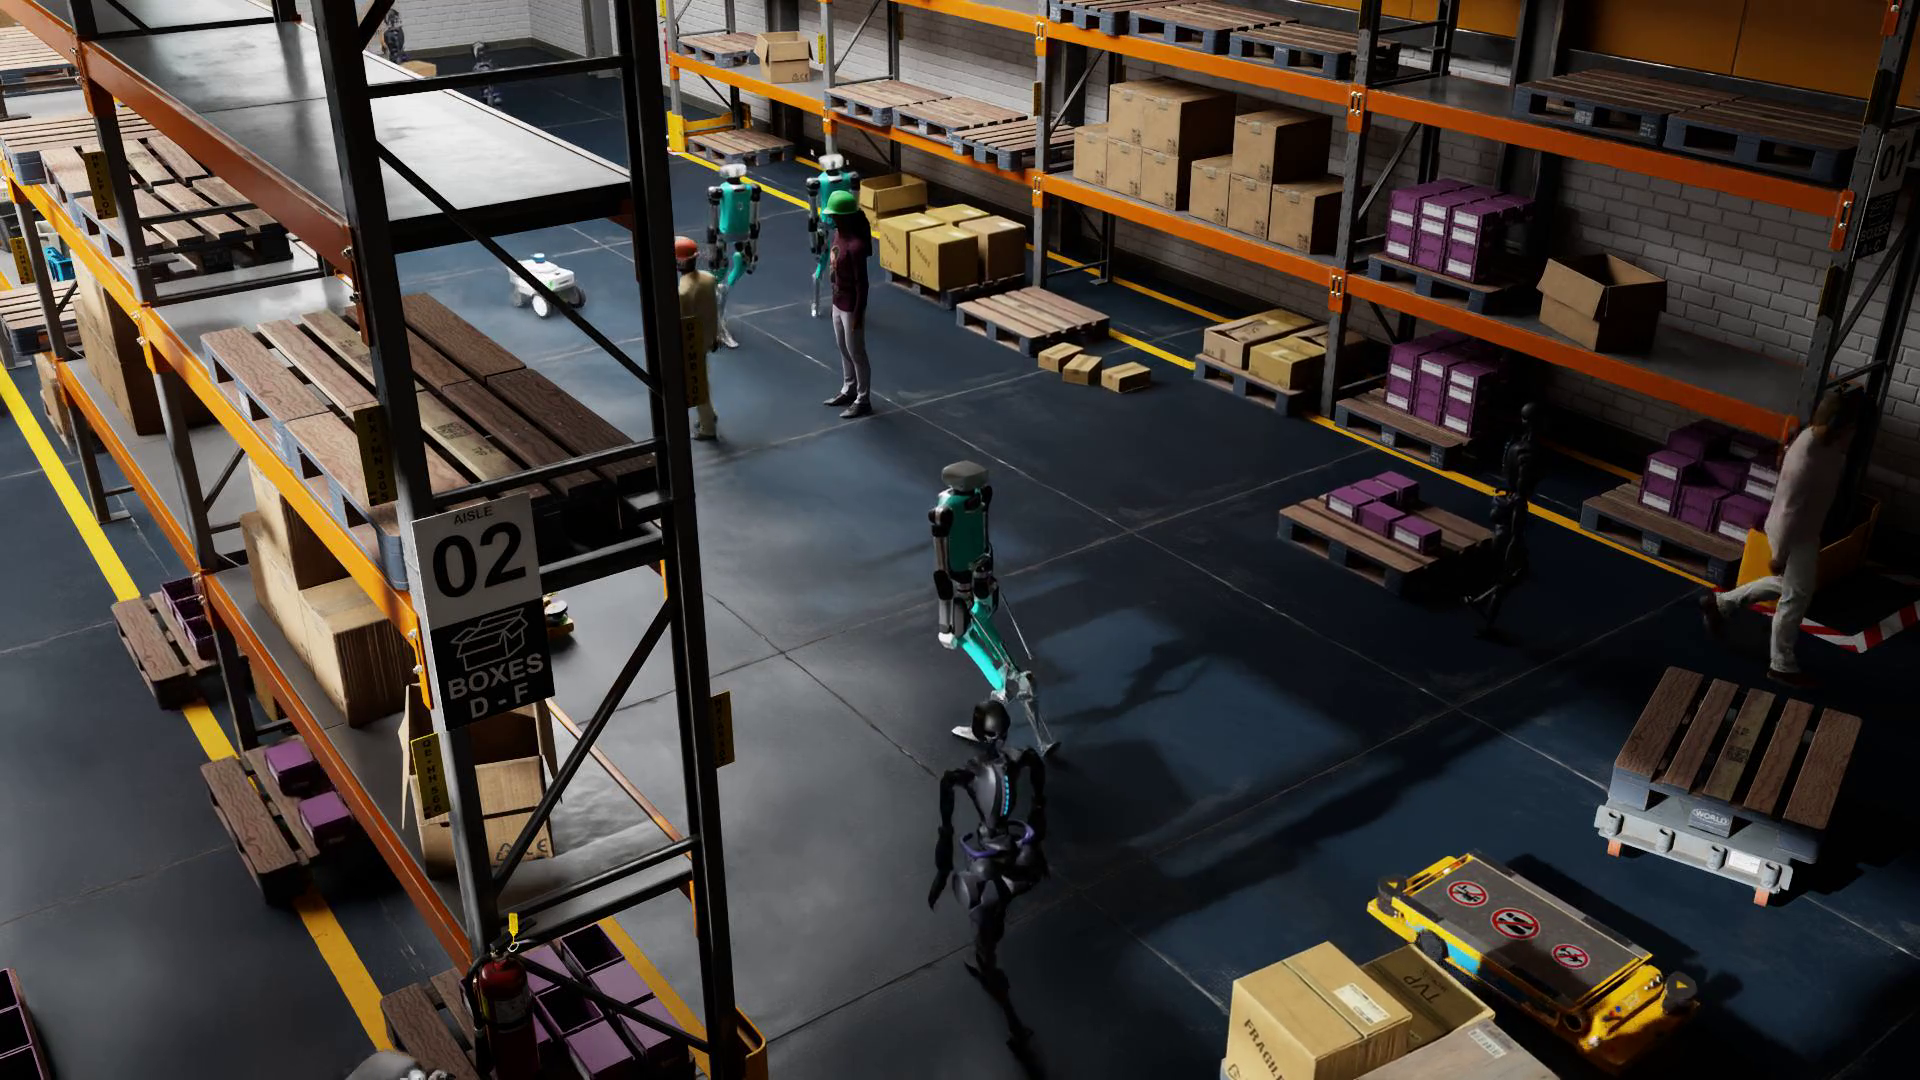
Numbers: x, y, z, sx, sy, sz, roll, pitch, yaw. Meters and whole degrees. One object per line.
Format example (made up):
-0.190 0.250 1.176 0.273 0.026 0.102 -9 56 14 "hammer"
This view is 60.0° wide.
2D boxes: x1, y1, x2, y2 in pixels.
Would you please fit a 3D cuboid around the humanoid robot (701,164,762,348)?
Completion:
-2.275 -2.700 15.806 0.568 1.856 0.833 -20 33 -34 "humanoid robot"

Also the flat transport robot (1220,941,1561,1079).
1.853 2.576 6.863 1.431 0.231 0.659 -14 30 -26 "flat transport robot"

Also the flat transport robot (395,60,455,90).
-7.747 -5.894 23.710 0.659 0.231 1.431 1 27 2 "flat transport robot"

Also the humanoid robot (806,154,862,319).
-1.284 -2.886 16.194 0.549 1.871 0.843 -10 28 -19 "humanoid robot"

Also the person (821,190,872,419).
-0.937 -1.999 14.093 0.423 1.949 0.500 -13 30 -24 "person"

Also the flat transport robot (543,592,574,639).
-3.216 0.358 11.275 0.659 0.231 1.431 -18 32 -31 "flat transport robot"

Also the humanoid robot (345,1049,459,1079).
-1.989 2.402 5.588 1.019 1.731 0.551 10 28 18 "humanoid robot"

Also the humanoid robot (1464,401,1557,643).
3.519 -0.115 10.639 0.374 1.646 0.608 9 28 17 "humanoid robot"

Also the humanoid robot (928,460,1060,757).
0.259 0.491 9.461 0.858 1.848 0.559 16 31 28 "humanoid robot"

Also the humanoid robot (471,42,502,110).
-6.175 -5.693 21.796 0.788 1.619 0.601 -13 29 -24 "humanoid robot"

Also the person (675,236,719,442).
-2.201 -1.625 13.589 0.451 1.735 0.567 8 28 16 "person"

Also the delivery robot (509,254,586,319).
-4.221 -2.592 16.818 0.777 0.587 0.499 20 33 34 "delivery robot"

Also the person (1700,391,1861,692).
5.094 -0.041 10.251 0.754 1.911 0.640 19 32 33 "person"

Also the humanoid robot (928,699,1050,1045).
0.185 1.495 7.507 0.603 1.646 0.739 -14 30 -26 "humanoid robot"

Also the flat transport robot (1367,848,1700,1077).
2.747 1.982 8.045 0.659 0.231 1.431 -19 32 -33 "flat transport robot"

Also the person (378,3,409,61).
-8.592 -7.497 25.078 0.593 1.905 0.723 23 35 38 "person"

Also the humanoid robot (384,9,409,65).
-8.065 -6.752 23.850 0.344 1.654 0.584 -13 30 -25 "humanoid robot"
